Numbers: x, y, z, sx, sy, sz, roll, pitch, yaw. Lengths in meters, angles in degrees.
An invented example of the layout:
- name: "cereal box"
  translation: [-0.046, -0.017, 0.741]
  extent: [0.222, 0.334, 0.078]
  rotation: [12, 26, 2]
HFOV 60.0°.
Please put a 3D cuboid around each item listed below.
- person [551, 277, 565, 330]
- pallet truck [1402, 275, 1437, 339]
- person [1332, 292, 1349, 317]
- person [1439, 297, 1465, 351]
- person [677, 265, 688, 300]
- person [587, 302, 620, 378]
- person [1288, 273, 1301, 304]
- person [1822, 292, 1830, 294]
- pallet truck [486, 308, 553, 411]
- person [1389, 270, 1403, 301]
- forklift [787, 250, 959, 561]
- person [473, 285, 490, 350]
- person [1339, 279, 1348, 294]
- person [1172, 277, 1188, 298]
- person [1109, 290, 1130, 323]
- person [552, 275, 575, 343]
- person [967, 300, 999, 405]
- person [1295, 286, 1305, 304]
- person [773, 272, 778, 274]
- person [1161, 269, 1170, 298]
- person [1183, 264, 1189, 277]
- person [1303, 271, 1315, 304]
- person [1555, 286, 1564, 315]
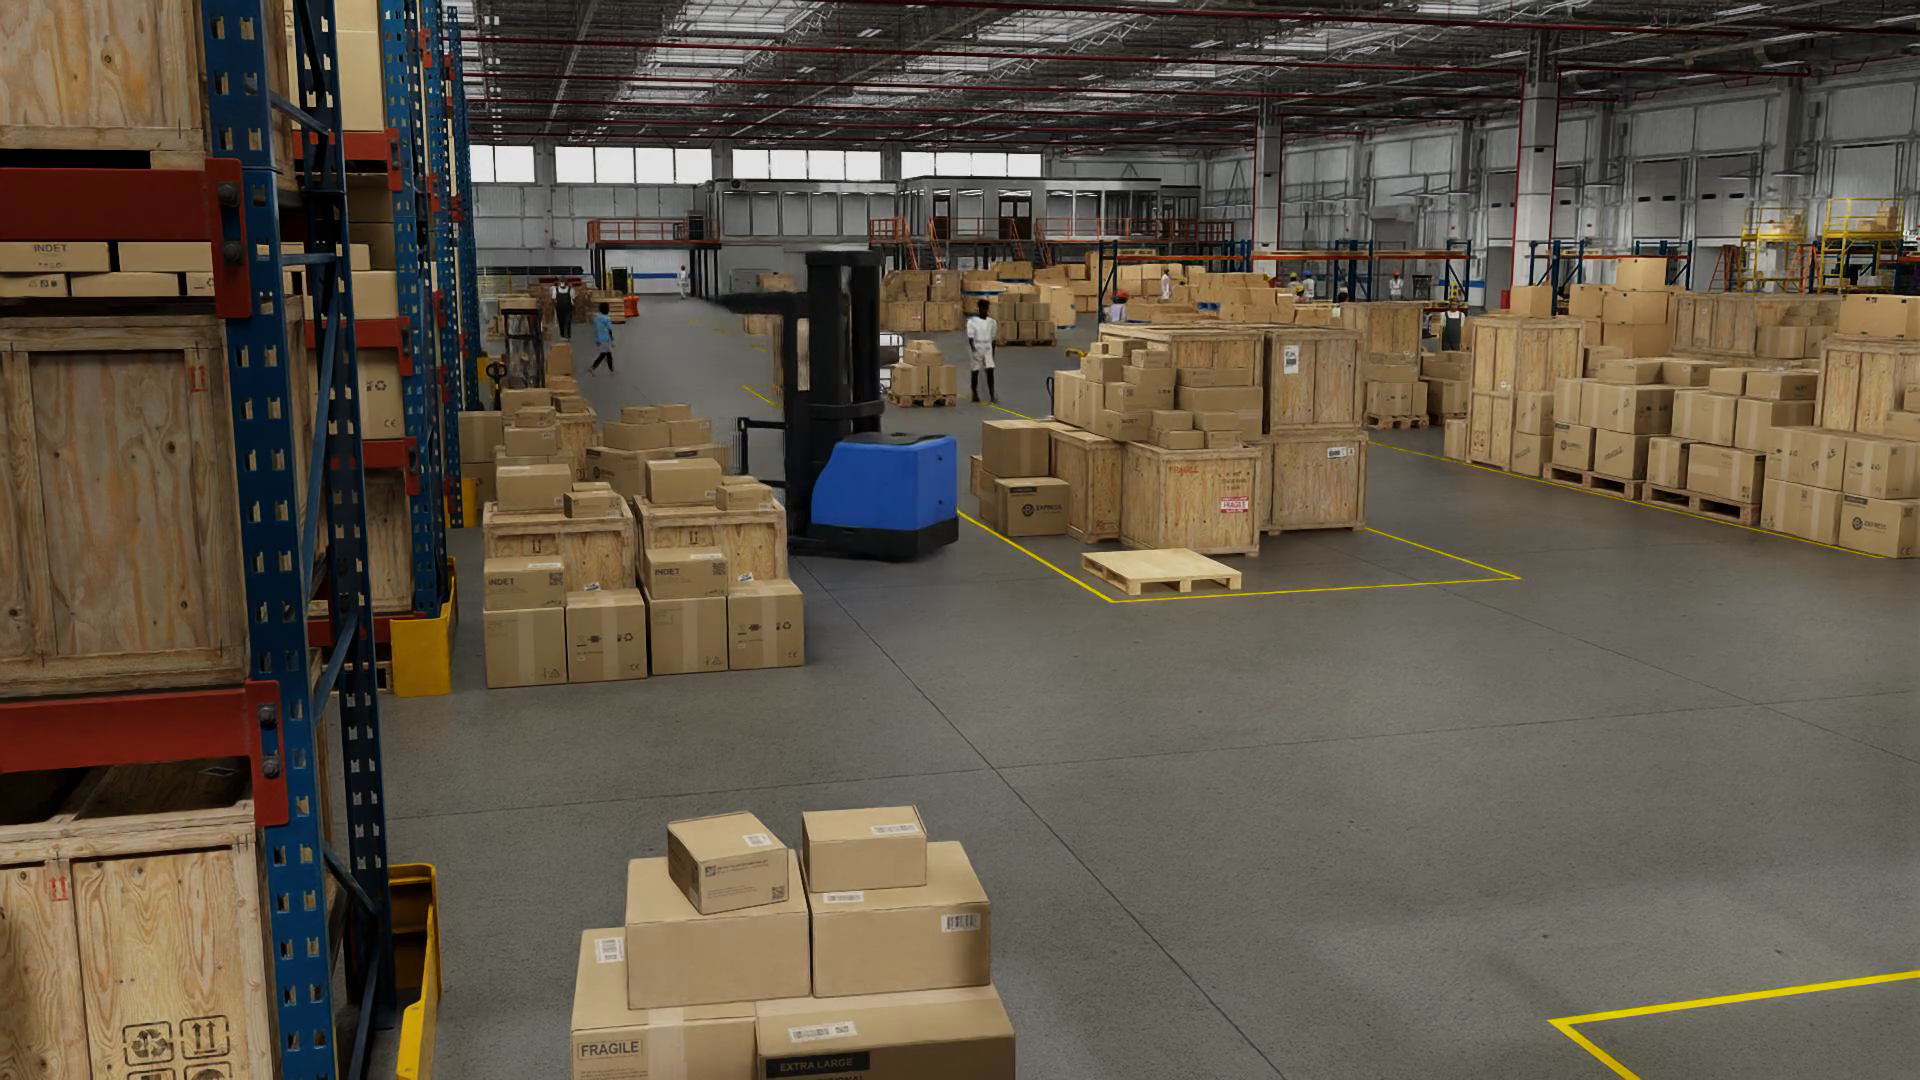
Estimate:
- name: "person"
  translation: [-13.796, -8.133, 57.192]
  extent: [0.584, 1.830, 0.584]
  rotation: [-7, 12, -34]
- name: "pallet truck"
  translation: [14.620, -7.324, 52.145]
  extent: [0.823, 1.965, 1.885]
  rotation: [8, 13, 40]
- name: "person"
  translation: [7.926, -4.203, 34.695]
  extent: [0.395, 1.920, 0.587]
  rotation: [-4, 11, -21]
- name: "person"
  translation: [10.039, -4.040, 33.982]
  extent: [0.507, 1.846, 0.342]
  rotation: [0, 10, 2]
- name: "person"
  translation: [-14.933, -13.874, 89.636]
  extent: [0.578, 1.860, 0.852]
  rotation: [-2, 10, -14]
- name: "person"
  translation: [-7.835, -4.382, 36.419]
  extent: [0.797, 1.667, 0.538]
  rotation: [-9, 13, -40]
- name: "person"
  translation: [12.216, -8.868, 61.175]
  extent: [0.608, 1.884, 0.902]
  rotation: [-5, 11, -24]
- name: "person"
  translation: [18.137, -4.237, 34.870]
  extent: [0.639, 1.924, 0.709]
  rotation: [-1, 10, -3]
- name: "pallet truck"
  translation: [-6.242, -2.418, 24.362]
  extent: [0.823, 1.965, 1.885]
  rotation: [1, 10, 3]
- name: "person"
  translation: [17.600, -9.945, 67.200]
  extent: [0.562, 1.918, 0.463]
  rotation: [3, 10, 17]
- name: "forklift"
  translation: [-1.046, -1.312, 15.605]
  extent: [1.873, 2.768, 1.129]
  rotation: [5, 11, 25]
- name: "person"
  translation: [-13.323, -6.146, 45.993]
  extent: [0.596, 1.809, 0.546]
  rotation: [5, 11, 25]
- name: "person"
  translation: [13.750, -8.478, 59.531]
  extent: [0.493, 1.699, 0.889]
  rotation: [-4, 11, -21]
- name: "person"
  translation: [7.308, -7.761, 55.014]
  extent: [0.603, 1.875, 0.834]
  rotation: [0, 10, -2]
- name: "person"
  translation: [3.570, -4.626, 37.130]
  extent: [0.768, 1.892, 0.708]
  rotation: [-8, 13, -40]
- name: "person"
  translation: [-11.890, -6.958, 49.952]
  extent: [0.687, 2.000, 0.849]
  rotation: [-1, 10, -6]
- name: "person"
  translation: [0.407, -3.413, 30.269]
  extent: [0.593, 1.907, 0.988]
  rotation: [-3, 10, -17]
- name: "person"
  translation: [9.657, -6.338, 47.242]
  extent: [0.327, 1.760, 0.523]
  rotation: [1, 10, 8]
- name: "person"
  translation: [-7.271, -9.614, 65.522]
  extent: [0.503, 1.861, 0.328]
  rotation: [9, 13, 40]
- name: "person"
  translation: [8.712, -10.530, 70.467]
  extent: [0.356, 1.938, 0.633]
  rotation: [-1, 10, -8]
- name: "person"
  translation: [11.557, -13.049, 84.575]
  extent: [0.623, 1.990, 0.392]
  rotation: [-7, 12, -34]
- name: "person"
  translation: [13.238, -9.264, 63.266]
  extent: [0.602, 1.949, 0.393]
  rotation: [-7, 12, -36]
- name: "person"
  translation: [17.635, -6.626, 49.044]
  extent: [0.318, 1.697, 0.533]
  rotation: [-1, 10, -6]
